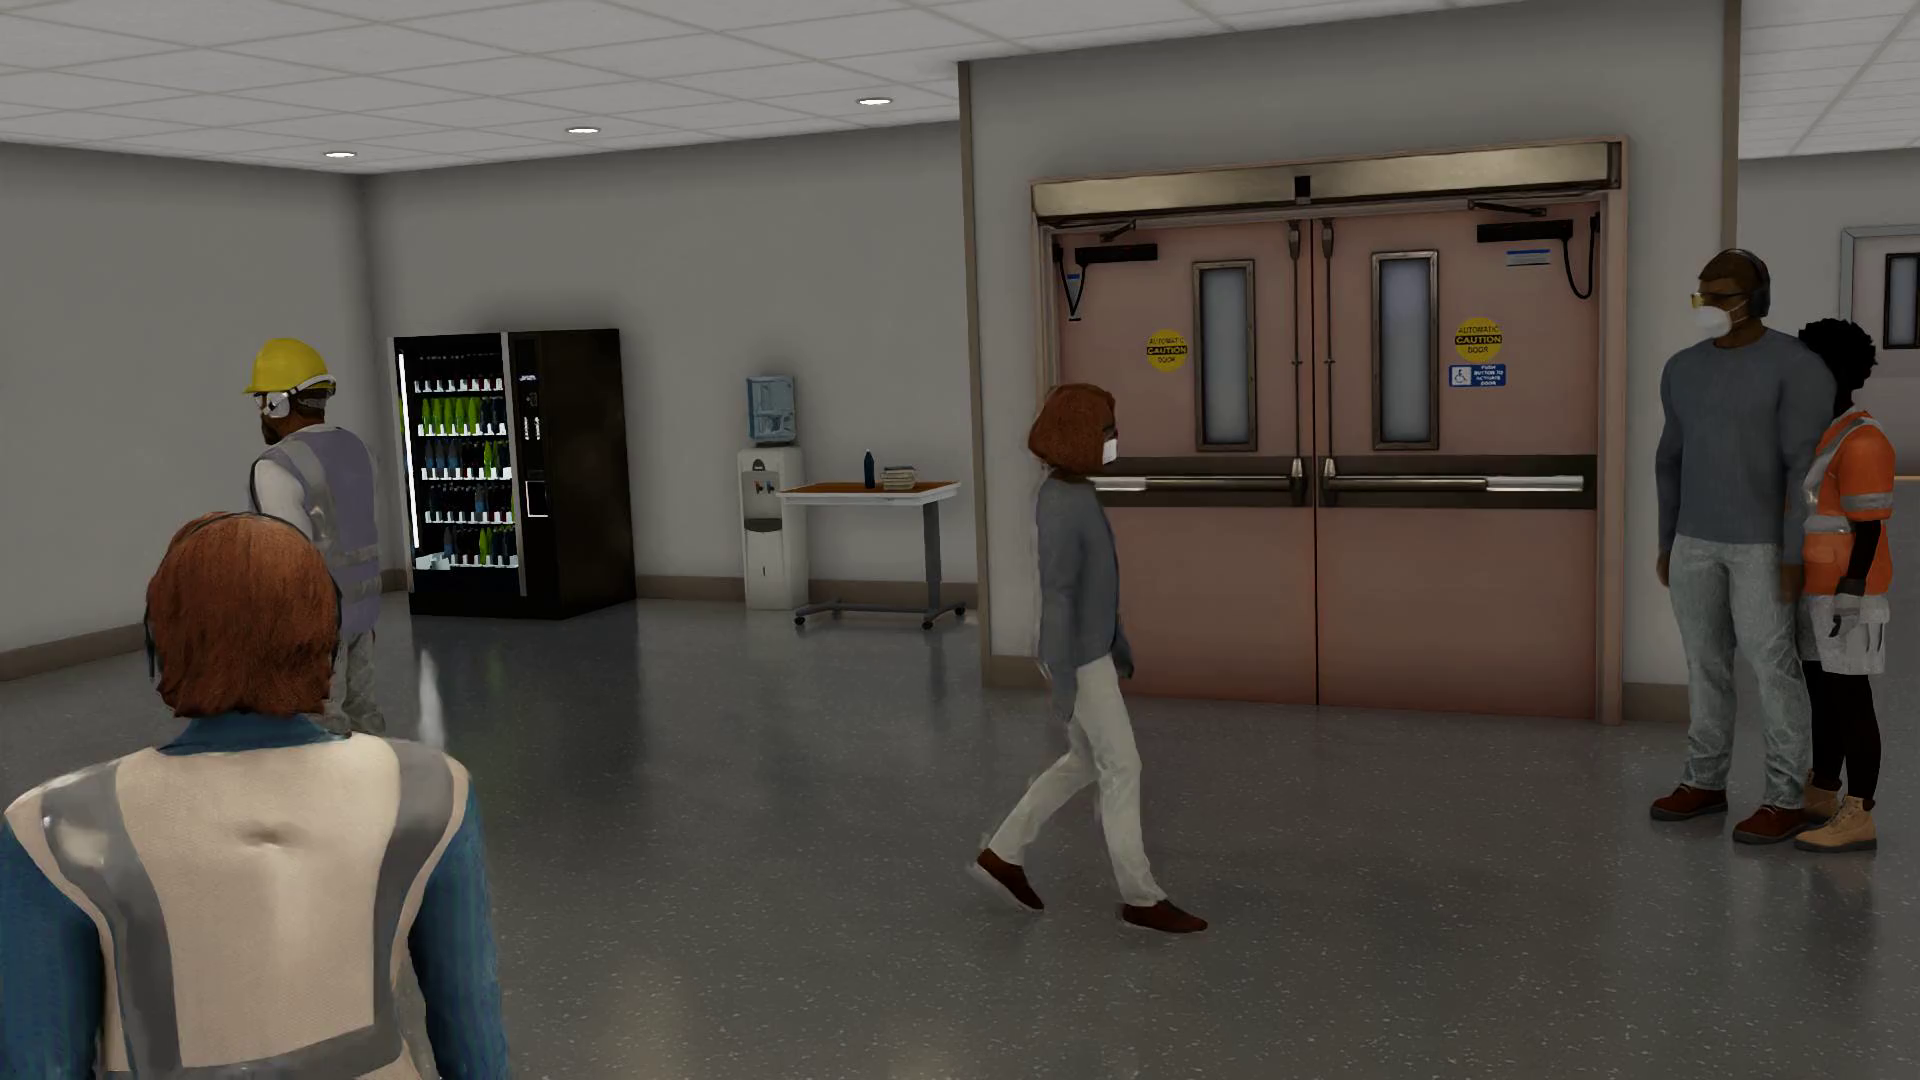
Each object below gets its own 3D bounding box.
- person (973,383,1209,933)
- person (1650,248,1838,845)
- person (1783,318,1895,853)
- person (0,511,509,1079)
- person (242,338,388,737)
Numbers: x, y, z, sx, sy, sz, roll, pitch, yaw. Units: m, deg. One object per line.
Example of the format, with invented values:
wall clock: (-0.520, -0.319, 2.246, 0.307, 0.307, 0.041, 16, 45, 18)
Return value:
person: (0.348, 0.346, 4.857, 0.665, 1.610, 0.516, -1, 8, 10)
person: (2.563, 0.015, 5.491, 0.366, 1.932, 0.629, -6, 8, -26)
person: (2.786, 0.143, 5.329, 0.321, 1.697, 0.530, -1, 7, 8)
person: (-0.721, 0.781, 1.797, 0.536, 1.614, 0.458, -7, 9, -34)
person: (-2.094, 0.261, 5.416, 0.403, 1.830, 0.601, -1, 7, 8)
